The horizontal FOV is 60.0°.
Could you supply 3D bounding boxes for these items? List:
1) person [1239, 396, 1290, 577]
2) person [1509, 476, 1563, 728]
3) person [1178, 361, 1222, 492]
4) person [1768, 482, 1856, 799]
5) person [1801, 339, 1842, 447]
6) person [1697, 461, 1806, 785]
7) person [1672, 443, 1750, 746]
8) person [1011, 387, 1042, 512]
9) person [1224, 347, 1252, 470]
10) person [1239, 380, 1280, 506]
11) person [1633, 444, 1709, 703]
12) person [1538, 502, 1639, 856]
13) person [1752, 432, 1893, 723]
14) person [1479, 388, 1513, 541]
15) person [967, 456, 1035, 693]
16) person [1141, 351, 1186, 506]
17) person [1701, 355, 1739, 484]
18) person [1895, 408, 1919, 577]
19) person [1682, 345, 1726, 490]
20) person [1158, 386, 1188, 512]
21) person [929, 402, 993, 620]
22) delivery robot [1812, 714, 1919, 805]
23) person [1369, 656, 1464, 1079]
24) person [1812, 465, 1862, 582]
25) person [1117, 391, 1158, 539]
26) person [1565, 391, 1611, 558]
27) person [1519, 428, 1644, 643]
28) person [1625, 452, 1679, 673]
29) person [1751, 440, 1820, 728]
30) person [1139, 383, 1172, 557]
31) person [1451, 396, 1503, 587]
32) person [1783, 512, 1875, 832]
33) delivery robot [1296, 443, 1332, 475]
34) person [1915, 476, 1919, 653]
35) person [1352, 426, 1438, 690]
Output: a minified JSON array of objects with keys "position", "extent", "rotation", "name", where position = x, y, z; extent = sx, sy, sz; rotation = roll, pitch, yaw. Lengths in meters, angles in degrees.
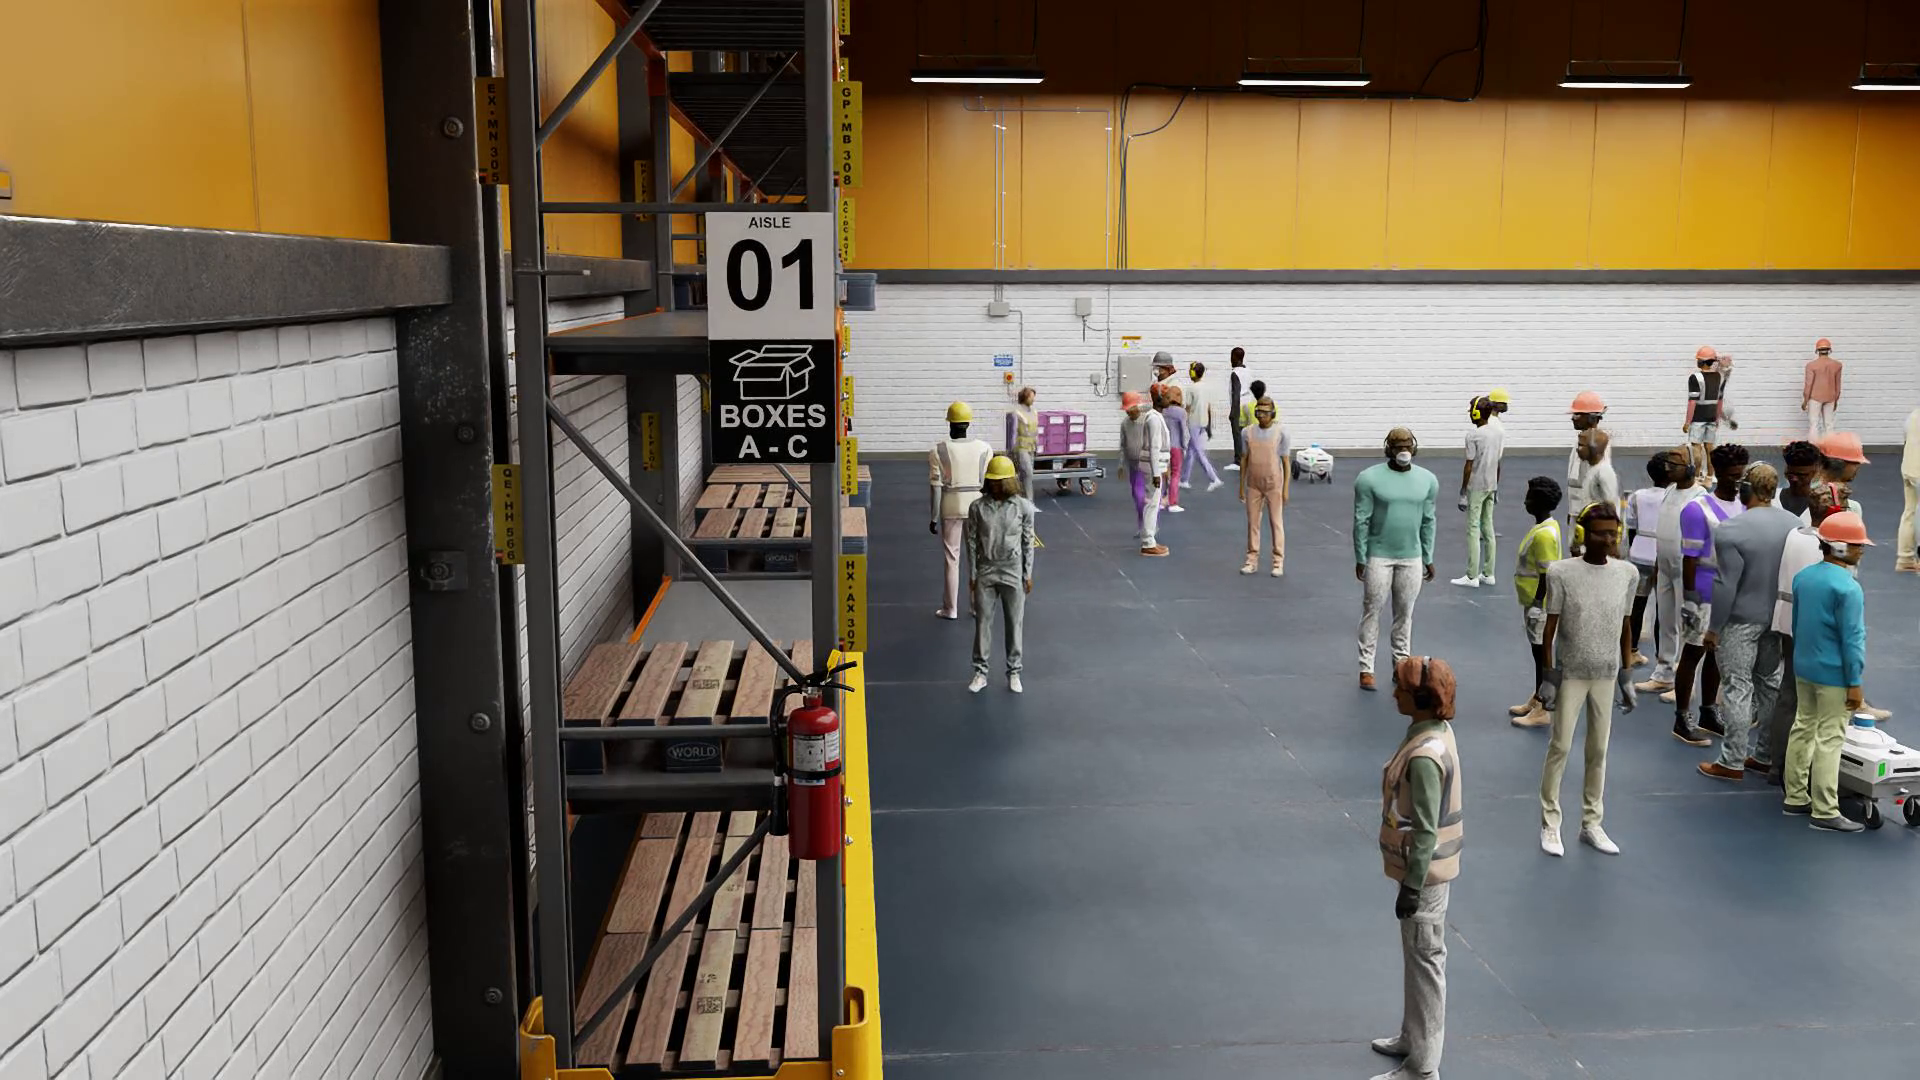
[{"position":[3.062,-0.533,16.743],"extent":[0.519,1.833,0.367],"rotation":[5,10,27],"name":"person"},{"position":[3.892,0.414,11.191],"extent":[0.320,1.697,0.531],"rotation":[3,10,18],"name":"person"},{"position":[3.362,-1.603,23.443],"extent":[0.524,1.839,0.915],"rotation":[-9,12,-43],"name":"person"},{"position":[4.962,0.579,9.691],"extent":[0.379,1.844,0.570],"rotation":[-2,9,-11],"name":"person"},{"position":[14.210,-2.324,27.464],"extent":[0.612,1.991,0.391],"rotation":[0,9,-2],"name":"person"},{"position":[4.716,0.494,9.934],"extent":[0.628,1.940,0.373],"rotation":[-3,10,-20],"name":"person"},{"position":[4.909,0.343,10.792],"extent":[0.608,1.966,0.372],"rotation":[-5,10,-27],"name":"person"},{"position":[0.773,-1.170,21.423],"extent":[0.672,1.618,0.512],"rotation":[6,11,35],"name":"person"},{"position":[4.361,-2.052,25.987],"extent":[0.377,1.916,0.600],"rotation":[5,10,26],"name":"person"},{"position":[3.954,-1.275,21.949],"extent":[0.535,1.650,0.810],"rotation":[0,9,2],"name":"person"},{"position":[5.112,0.236,11.846],"extent":[0.343,1.847,0.504],"rotation":[-2,9,-12],"name":"person"},{"position":[3.288,0.723,8.706],"extent":[0.508,1.874,0.329],"rotation":[-1,9,-4],"name":"person"},{"position":[5.803,0.249,11.289],"extent":[1.024,1.999,0.626],"rotation":[4,10,22],"name":"person"},{"position":[6.130,-0.872,19.098],"extent":[0.351,1.757,0.524],"rotation":[4,10,24],"name":"person"},{"position":[0.293,0.251,12.085],"extent":[0.487,1.740,0.313],"rotation":[1,9,7],"name":"person"},{"position":[2.639,-1.477,21.993],"extent":[0.538,2.000,0.687],"rotation":[-4,10,-24],"name":"person"},{"position":[11.021,-1.747,24.169],"extent":[0.443,1.880,0.678],"rotation":[8,12,41],"name":"person"},{"position":[9.827,-0.648,16.784],"extent":[0.536,2.000,0.687],"rotation":[0,9,1],"name":"person"},{"position":[10.477,-1.718,23.483],"extent":[0.607,2.048,0.365],"rotation":[-3,10,-21],"name":"person"},{"position":[2.702,-1.170,21.378],"extent":[0.497,1.622,0.295],"rotation":[7,11,37],"name":"person"},{"position":[0.003,-0.255,14.662],"extent":[0.587,1.930,0.361],"rotation":[-3,10,-20],"name":"person"},{"position":[5.084,1.226,9.378],"extent":[0.477,0.478,0.707],"rotation":[-2,9,-11],"name":"delivery robot"},{"position":[1.716,1.235,6.218],"extent":[0.308,1.641,0.514],"rotation":[3,9,16],"name":"person"},{"position":[6.563,0.213,12.653],"extent":[0.500,1.633,0.282],"rotation":[7,11,35],"name":"person"},{"position":[2.043,-0.857,19.106],"extent":[0.461,1.712,0.584],"rotation":[-6,11,-34],"name":"person"},{"position":[5.360,-0.256,14.318],"extent":[0.376,2.043,0.609],"rotation":[0,9,2],"name":"person"},{"position":[5.199,-0.028,13.700],"extent":[1.009,1.781,0.504],"rotation":[2,9,13],"name":"person"},{"position":[5.336,0.169,12.733],"extent":[0.319,1.697,0.532],"rotation":[-5,11,-30],"name":"person"},{"position":[5.499,0.312,11.012],"extent":[0.603,1.959,0.376],"rotation":[8,12,41],"name":"person"},{"position":[2.115,-0.758,18.010],"extent":[0.351,1.878,0.568],"rotation":[2,9,11],"name":"person"},{"position":[5.069,-0.469,16.236],"extent":[0.509,1.862,0.328],"rotation":[-6,11,-33],"name":"person"},{"position":[4.782,0.713,9.141],"extent":[0.319,1.750,0.562],"rotation":[-1,9,-4],"name":"person"},{"position":[5.217,-1.180,24.483],"extent":[0.477,0.478,0.707],"rotation":[-1,9,-7],"name":"delivery robot"},{"position":[7.896,0.034,13.165],"extent":[0.429,1.837,0.624],"rotation":[-7,12,-38],"name":"person"},{"position":[3.184,0.134,12.193],"extent":[0.627,1.941,0.373],"rotation":[-1,9,-5],"name":"person"}]
